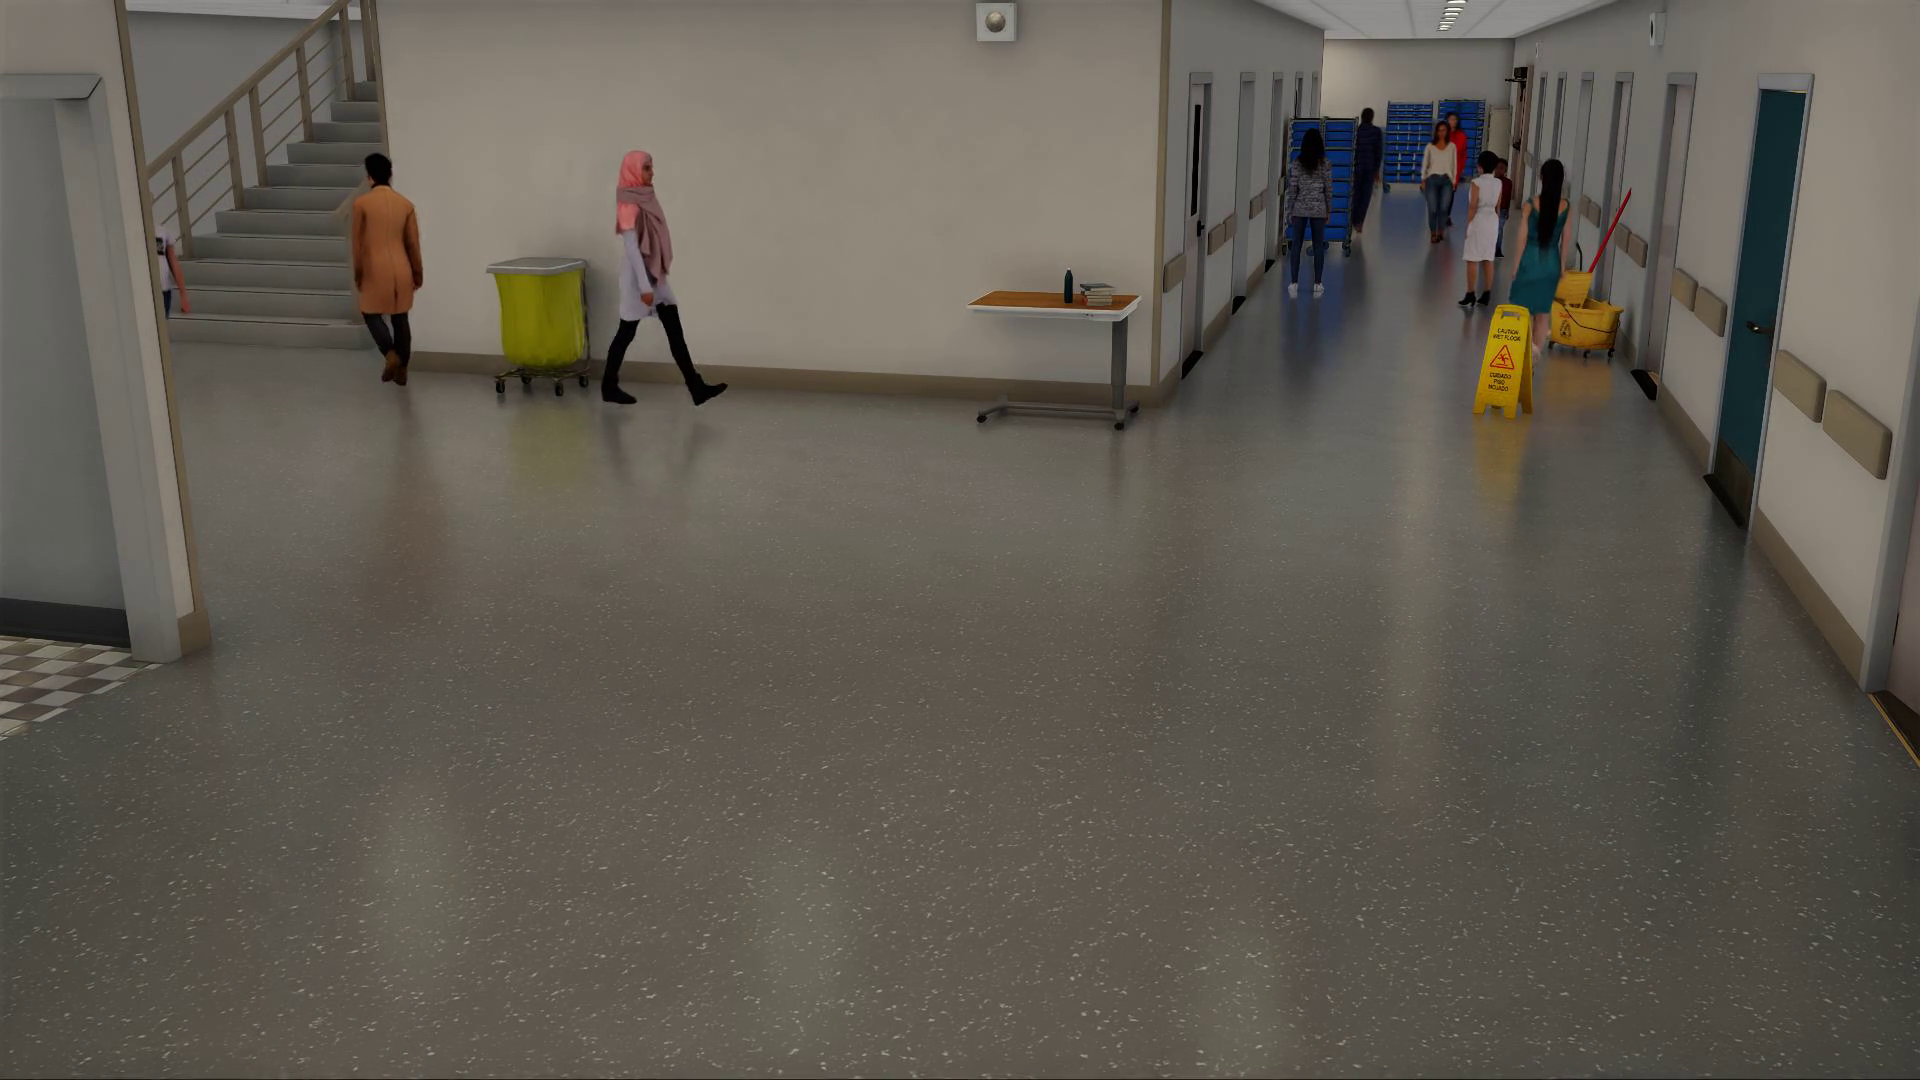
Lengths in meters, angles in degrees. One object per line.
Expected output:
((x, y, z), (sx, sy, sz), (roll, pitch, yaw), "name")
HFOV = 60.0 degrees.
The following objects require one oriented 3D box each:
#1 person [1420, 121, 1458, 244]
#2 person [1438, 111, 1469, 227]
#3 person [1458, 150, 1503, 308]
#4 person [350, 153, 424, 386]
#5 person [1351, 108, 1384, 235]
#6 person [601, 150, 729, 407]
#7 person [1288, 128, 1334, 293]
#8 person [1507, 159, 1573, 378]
((6.533, -4.849, 22.713), (0.629, 1.638, 1.044), (4, 16, 14), "person")
((7.478, -5.655, 25.401), (0.711, 1.731, 0.784), (-2, 16, -6), "person")
((5.310, -3.161, 16.885), (0.651, 1.552, 0.697), (-7, 17, -24), "person")
((-4.236, -1.982, 12.322), (0.879, 1.715, 0.938), (-10, 19, -31), "person")
((5.828, -5.276, 23.995), (0.672, 1.764, 1.232), (4, 16, 14), "person")
((-2.276, -1.746, 11.506), (0.710, 1.746, 1.099), (4, 16, 15), "person")
((3.779, -3.569, 17.998), (0.616, 1.733, 0.526), (3, 16, 11), "person")
((4.411, -2.021, 12.611), (0.653, 1.676, 0.738), (0, 16, -1), "person")
